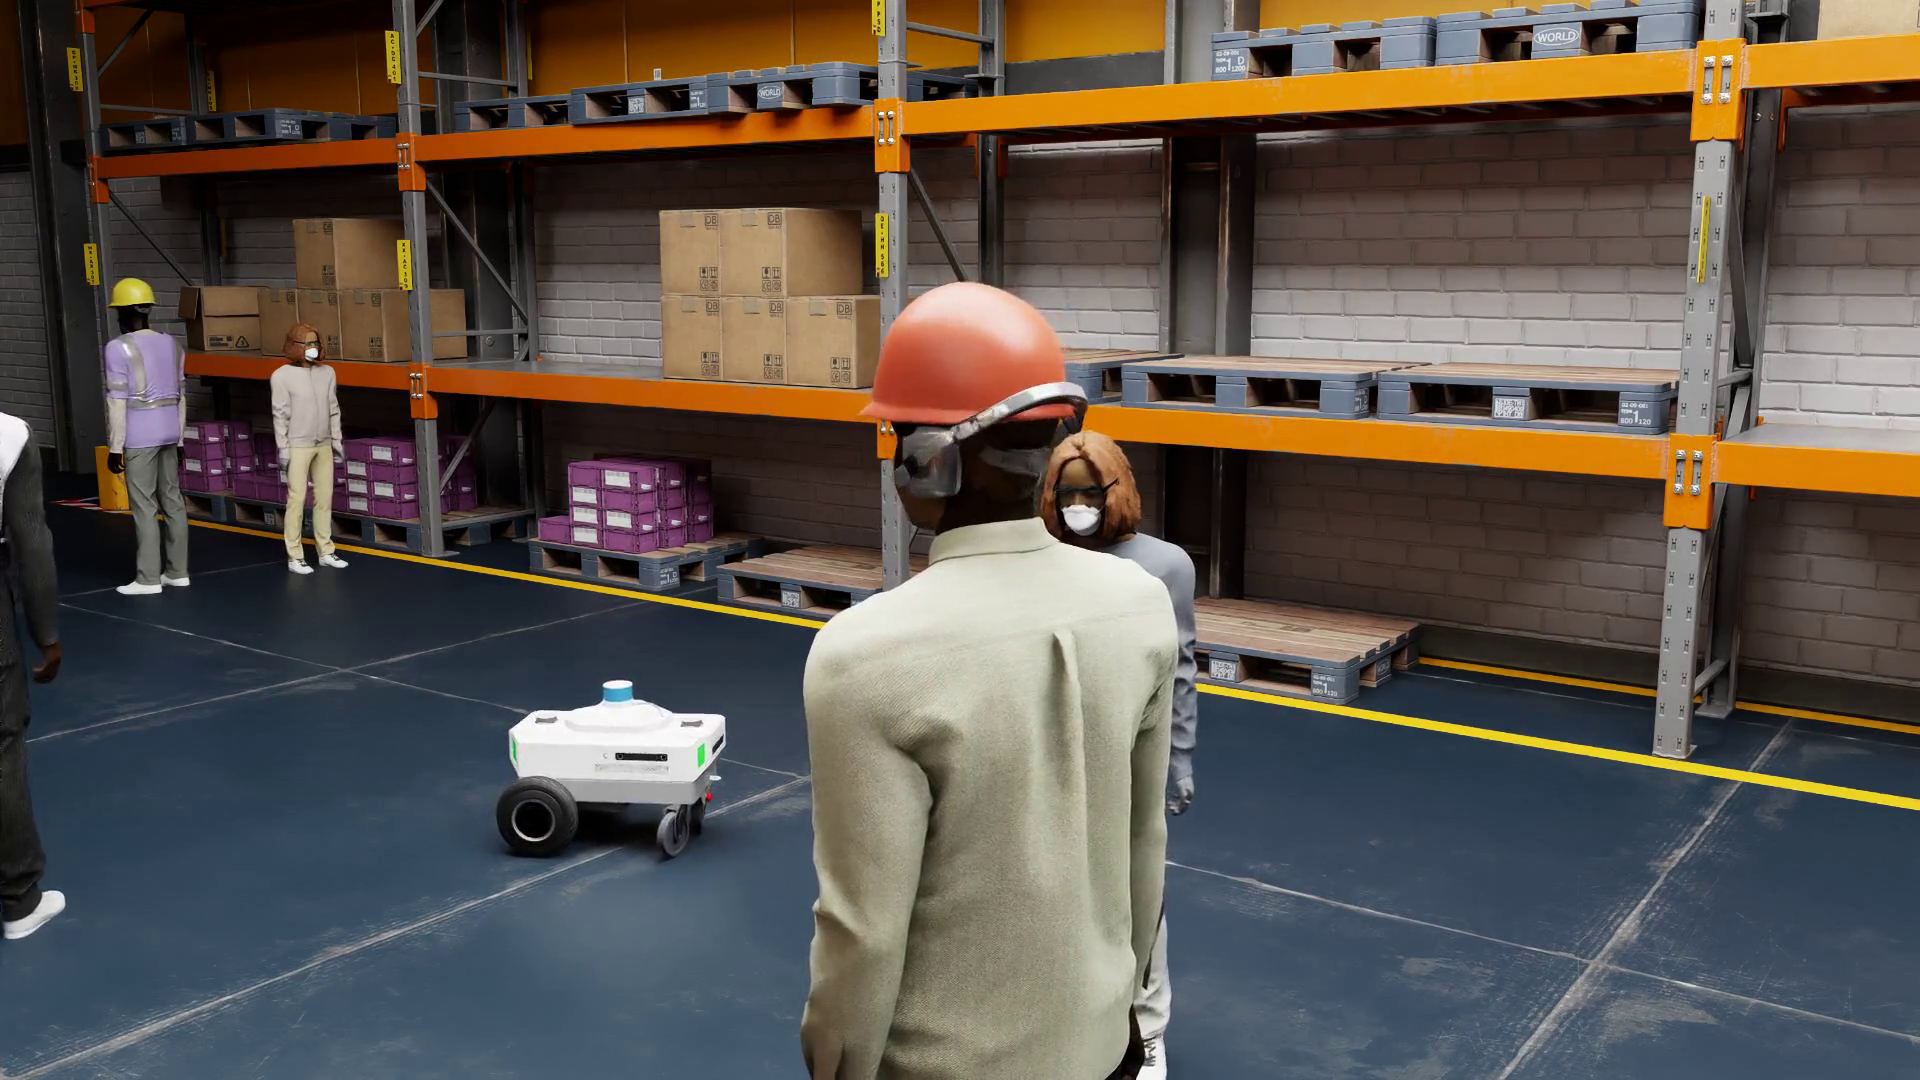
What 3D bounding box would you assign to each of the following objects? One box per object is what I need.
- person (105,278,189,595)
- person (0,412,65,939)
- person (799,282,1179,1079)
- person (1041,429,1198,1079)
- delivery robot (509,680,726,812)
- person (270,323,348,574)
[{"bbox_3d":[-4.958,-0.625,10.135,0.390,1.922,0.589,3,10,15],"label":"person"},{"bbox_3d":[-2.979,0.255,4.902,0.597,1.913,0.391,-2,10,-13],"label":"person"},{"bbox_3d":[0.027,0.662,2.232,0.625,1.991,0.391,-9,13,-42],"label":"person"},{"bbox_3d":[0.326,0.537,4.083,0.509,1.623,0.283,2,10,13],"label":"person"},{"bbox_3d":[-1.185,0.734,5.803,0.707,0.478,0.477,1,10,5],"label":"delivery robot"},{"bbox_3d":[-4.235,-0.595,10.824,0.282,1.624,0.493,5,11,27],"label":"person"}]
